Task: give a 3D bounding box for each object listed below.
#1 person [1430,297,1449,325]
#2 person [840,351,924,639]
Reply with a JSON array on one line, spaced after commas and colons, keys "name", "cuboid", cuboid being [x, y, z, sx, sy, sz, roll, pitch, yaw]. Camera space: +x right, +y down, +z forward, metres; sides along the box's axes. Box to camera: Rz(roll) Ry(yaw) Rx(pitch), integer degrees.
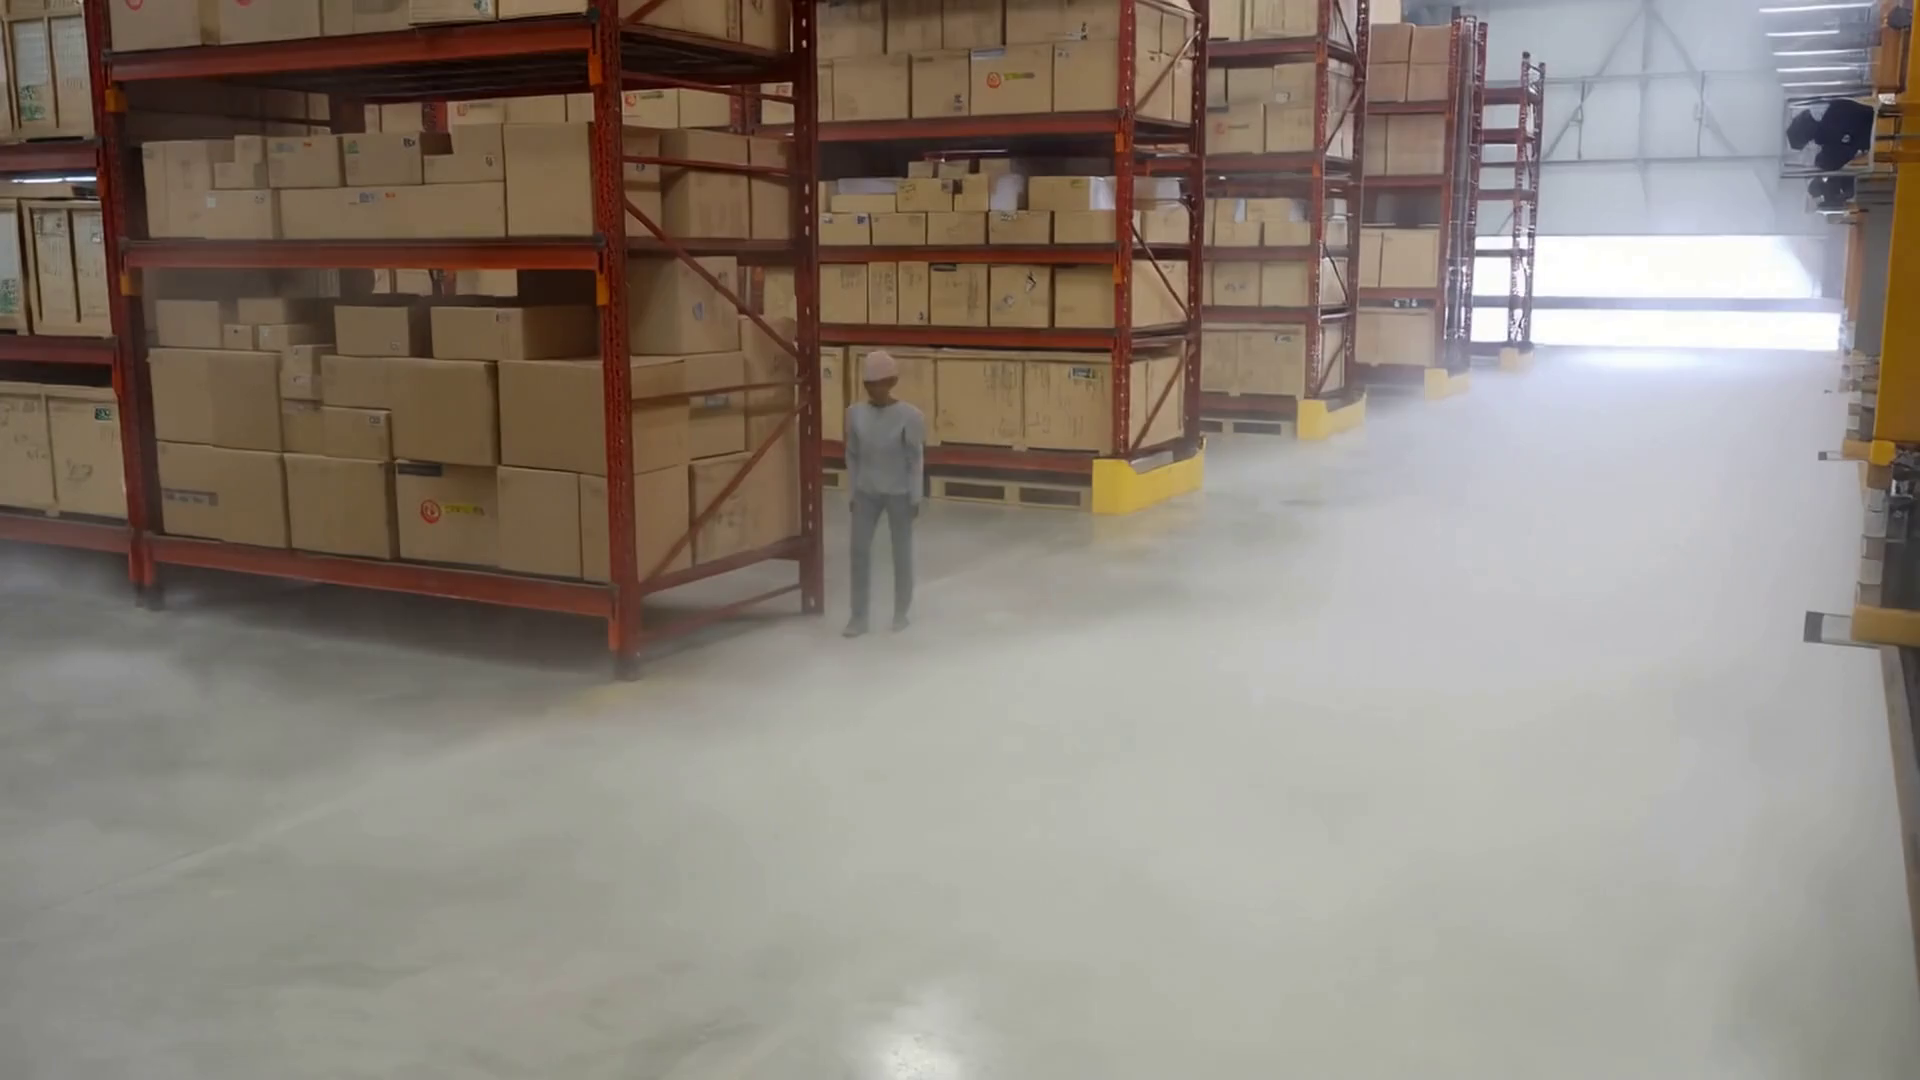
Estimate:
[{"name": "person", "cuboid": [10.909, -5.091, 37.993, 0.586, 1.739, 0.372, -7, 12, -37]}, {"name": "person", "cuboid": [-0.480, -0.264, 10.068, 0.541, 1.735, 0.779, 3, 10, 14]}]
